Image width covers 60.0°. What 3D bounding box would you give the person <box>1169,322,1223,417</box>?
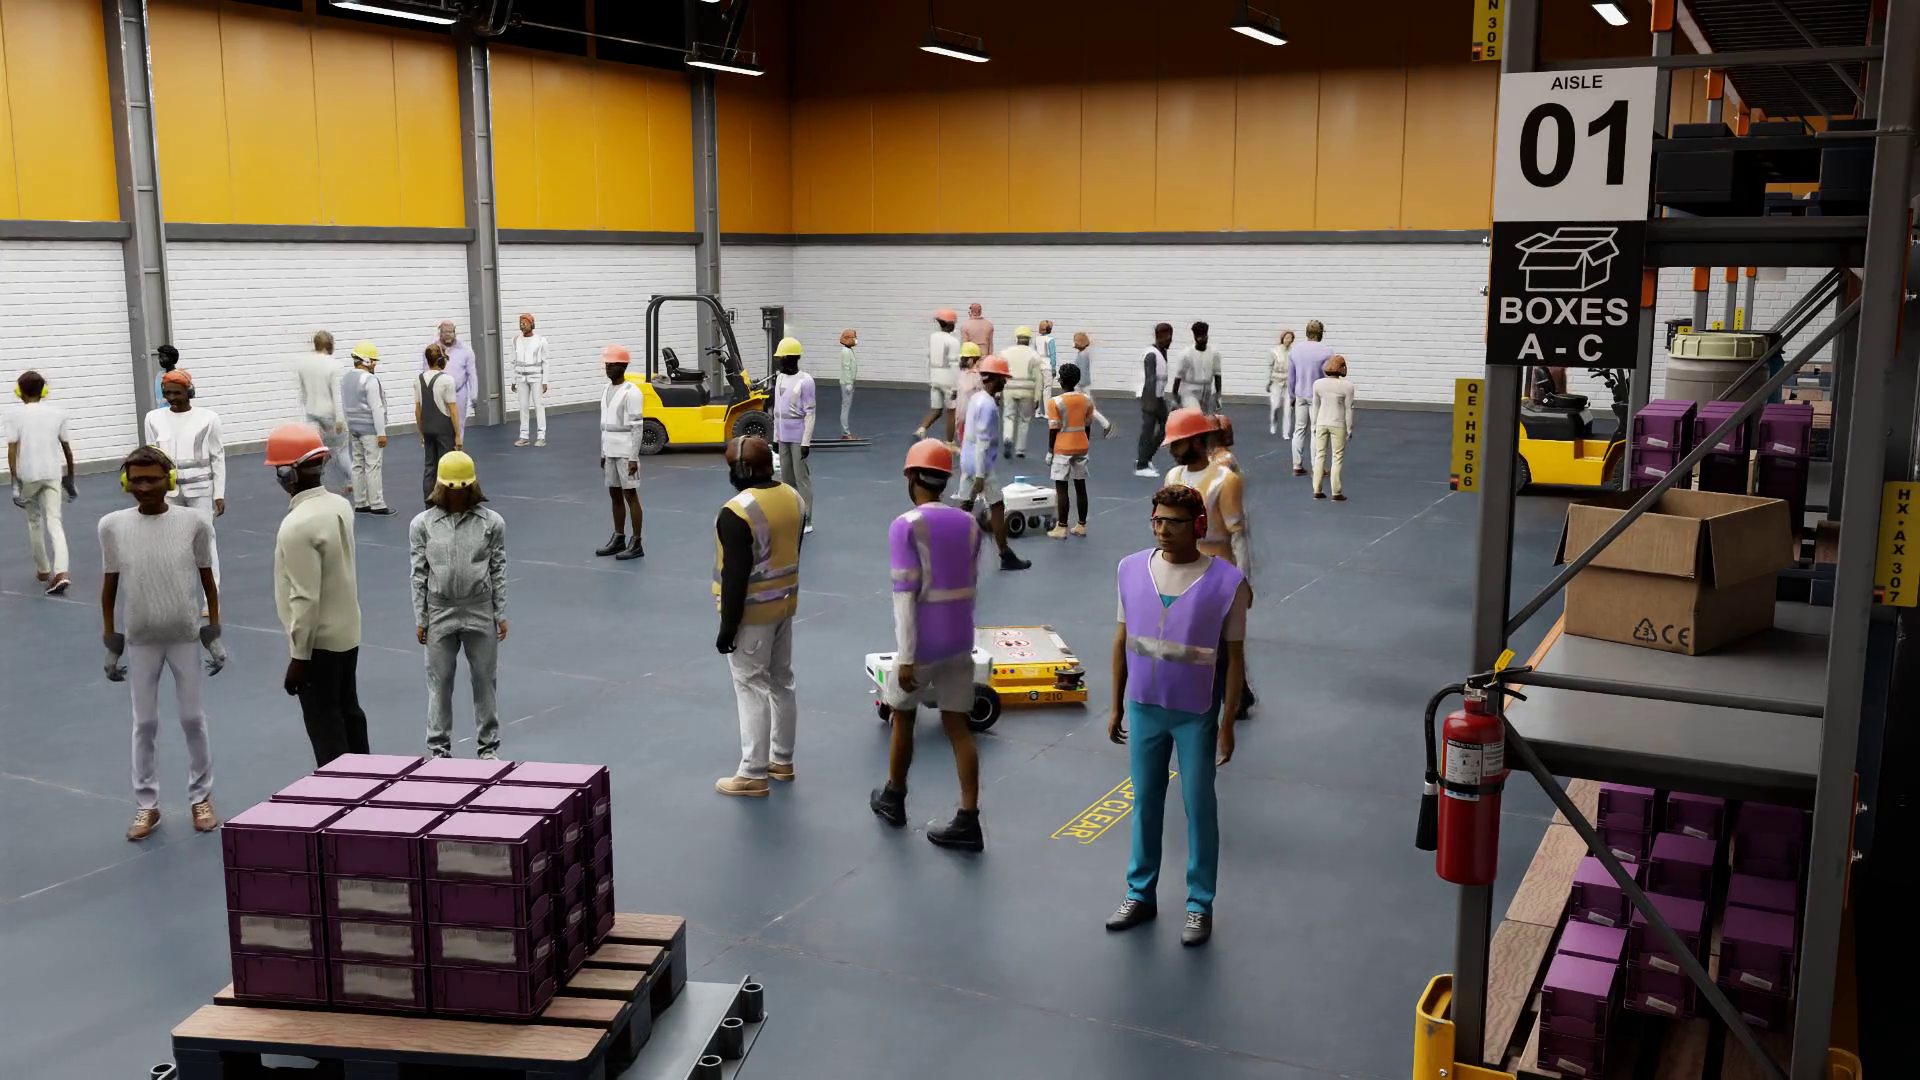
[{"bbox_3d":[3.006,-1.843,21.254,0.643,1.889,0.915,-5,11,-26],"label":"person"}]

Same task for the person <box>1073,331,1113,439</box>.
[{"bbox_3d":[1.865,-2.262,24.446,0.750,1.608,0.506,-1,10,-4],"label":"person"}]

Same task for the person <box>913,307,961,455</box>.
[{"bbox_3d":[-0.275,-2.126,22.427,0.615,2.025,0.717,9,14,44],"label":"person"}]

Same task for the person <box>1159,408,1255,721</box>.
[{"bbox_3d":[1.428,0.173,9.582,0.969,1.883,0.577,-8,12,-38],"label":"person"}]

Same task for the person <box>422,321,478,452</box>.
[{"bbox_3d":[-6.460,-1.826,21.116,0.679,1.868,0.905,-3,10,-19],"label":"person"}]

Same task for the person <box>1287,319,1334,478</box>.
[{"bbox_3d":[4.307,-1.729,20.381,0.637,1.938,0.355,9,13,41],"label":"person"}]

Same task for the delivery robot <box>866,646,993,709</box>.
[{"bbox_3d":[-0.182,0.767,9.660,0.707,0.478,0.477,-3,10,-16],"label":"delivery robot"}]

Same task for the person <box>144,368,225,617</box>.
[{"bbox_3d":[-5.846,-0.352,12.556,0.572,1.887,0.356,-1,10,-6],"label":"person"}]

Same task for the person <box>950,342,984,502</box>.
[{"bbox_3d":[0.111,-1.307,18.432,0.306,1.770,0.525,-6,12,-33],"label":"person"}]

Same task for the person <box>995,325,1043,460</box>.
[{"bbox_3d":[0.775,-1.919,21.889,0.633,1.800,0.632,2,10,10],"label":"person"}]

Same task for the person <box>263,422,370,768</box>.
[{"bbox_3d":[-2.934,0.456,7.583,0.392,1.989,0.610,0,10,0],"label":"person"}]

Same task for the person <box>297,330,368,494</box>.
[{"bbox_3d":[-7.121,-1.394,18.611,0.643,1.894,1.037,4,10,20],"label":"person"}]

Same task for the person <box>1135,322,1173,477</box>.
[{"bbox_3d":[2.391,-1.723,20.461,0.451,1.895,0.634,5,11,25],"label":"person"}]

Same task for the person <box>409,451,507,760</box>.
[{"bbox_3d":[-2.586,0.400,8.632,0.485,1.740,0.303,-4,10,-21],"label":"person"}]

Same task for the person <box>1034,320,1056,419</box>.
[{"bbox_3d":[1.410,-2.815,27.532,0.309,1.641,0.513,-7,12,-35],"label":"person"}]

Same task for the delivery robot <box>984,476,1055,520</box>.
[{"bbox_3d":[0.586,-0.381,16.307,0.707,0.478,0.477,-7,12,-35],"label":"delivery robot"}]

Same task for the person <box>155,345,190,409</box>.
[{"bbox_3d":[-9.070,-1.401,19.179,0.537,1.696,0.317,5,11,28],"label":"person"}]

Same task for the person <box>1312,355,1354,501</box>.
[{"bbox_3d":[4.137,-1.242,18.475,0.493,1.624,0.280,7,12,36],"label":"person"}]

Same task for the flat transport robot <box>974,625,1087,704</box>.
[{"bbox_3d":[0.362,0.776,10.699,0.652,0.197,1.431,-1,10,-7],"label":"flat transport robot"}]

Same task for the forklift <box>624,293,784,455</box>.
[{"bbox_3d":[-3.588,-2.317,23.042,2.313,2.155,1.214,-1,10,-5],"label":"forklift"}]

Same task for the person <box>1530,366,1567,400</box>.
[{"bbox_3d":[7.594,-1.788,21.353,0.689,1.717,0.345,-3,10,-15],"label":"person"}]

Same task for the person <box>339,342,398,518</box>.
[{"bbox_3d":[-6.172,-1.145,17.337,0.589,1.822,0.403,7,12,35],"label":"person"}]

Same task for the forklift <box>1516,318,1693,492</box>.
[{"bbox_3d":[7.066,-1.601,18.899,2.313,2.155,1.214,5,11,27],"label":"forklift"}]

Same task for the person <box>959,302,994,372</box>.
[{"bbox_3d":[0.254,-3.073,28.255,0.651,1.907,0.409,-6,11,-30],"label":"person"}]

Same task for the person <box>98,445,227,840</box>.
[{"bbox_3d":[-3.752,0.475,7.833,0.533,1.864,0.310,-4,10,-21],"label":"person"}]

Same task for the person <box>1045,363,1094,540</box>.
[{"bbox_3d":[1.046,-0.850,15.995,0.534,1.697,0.318,-7,12,-35],"label":"person"}]

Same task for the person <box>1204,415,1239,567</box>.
[{"bbox_3d":[1.818,-0.067,11.661,0.319,1.629,0.515,0,10,-2],"label":"person"}]

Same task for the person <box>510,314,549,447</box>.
[{"bbox_3d":[-6.119,-2.263,23.634,0.577,1.883,0.353,2,10,11],"label":"person"}]

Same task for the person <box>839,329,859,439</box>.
[{"bbox_3d":[-1.627,-2.271,24.399,0.278,1.634,0.498,0,10,1],"label":"person"}]

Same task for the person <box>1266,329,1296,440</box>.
[{"bbox_3d":[4.786,-2.294,24.535,0.544,1.623,0.406,0,10,2],"label":"person"}]

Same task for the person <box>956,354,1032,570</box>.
[{"bbox_3d":[0.105,-0.650,14.322,0.971,1.888,0.594,-2,10,-11],"label":"person"}]

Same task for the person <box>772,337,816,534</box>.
[{"bbox_3d":[-1.640,-1.011,16.254,0.362,1.928,0.587,-9,13,-41],"label":"person"}]

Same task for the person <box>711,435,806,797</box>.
[{"bbox_3d":[-1.043,0.380,8.464,0.429,1.840,0.624,5,11,25],"label":"person"}]

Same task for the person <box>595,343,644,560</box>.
[{"bbox_3d":[-3.066,-0.795,14.961,0.547,1.942,0.345,9,13,43],"label":"person"}]

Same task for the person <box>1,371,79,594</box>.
[{"bbox_3d":[-7.479,-0.477,13.599,0.531,1.794,1.028,-7,12,-36],"label":"person"}]

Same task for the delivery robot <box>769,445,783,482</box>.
[{"bbox_3d":[-2.216,-0.850,19.019,0.477,0.478,0.707,-8,13,-38],"label":"delivery robot"}]

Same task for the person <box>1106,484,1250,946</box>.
[{"bbox_3d":[0.870,0.684,6.677,0.567,1.846,0.389,6,11,30],"label":"person"}]

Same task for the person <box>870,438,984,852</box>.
[{"bbox_3d":[-0.161,0.470,7.814,0.592,1.874,0.881,-8,13,-38],"label":"person"}]

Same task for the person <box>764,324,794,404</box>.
[{"bbox_3d":[-3.071,-2.912,27.621,0.622,1.804,0.797,7,12,35],"label":"person"}]

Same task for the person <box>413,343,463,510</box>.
[{"bbox_3d":[-5.237,-1.056,16.749,0.506,1.847,0.343,4,11,22],"label":"person"}]
